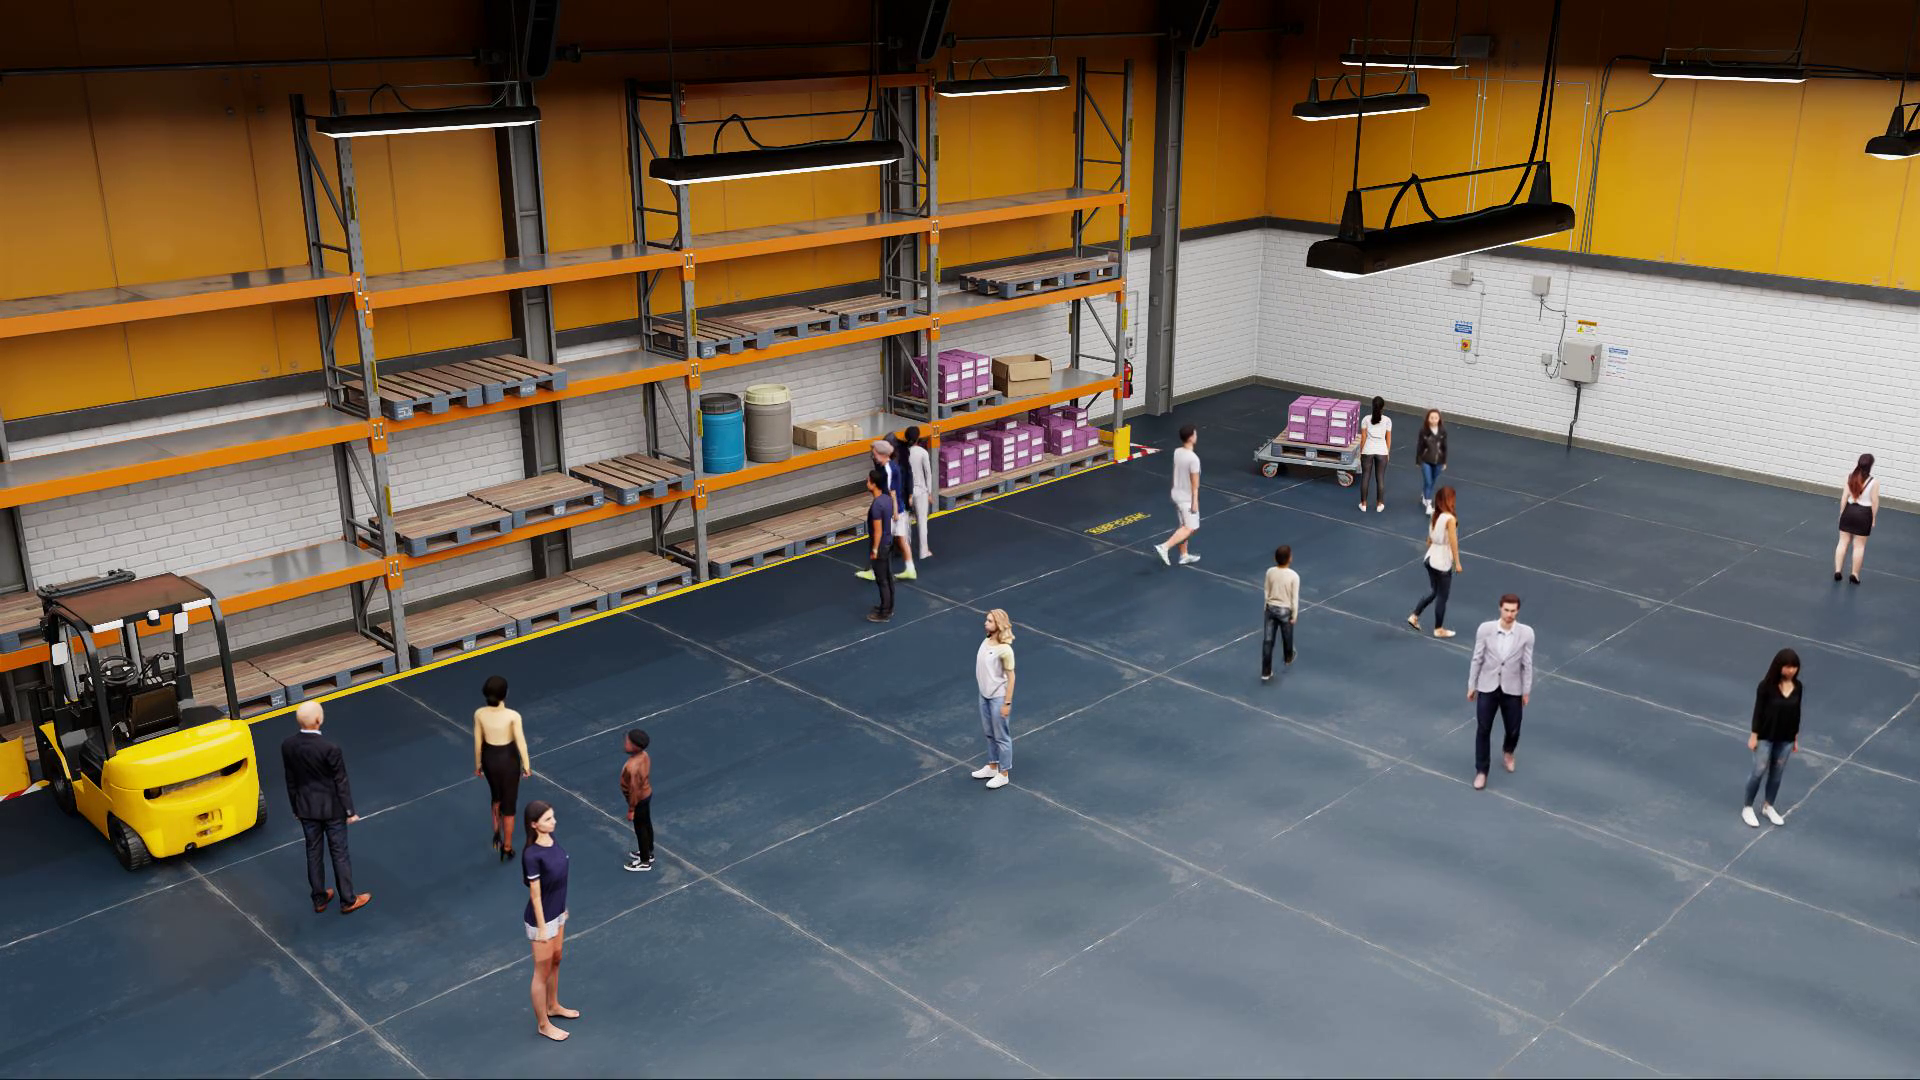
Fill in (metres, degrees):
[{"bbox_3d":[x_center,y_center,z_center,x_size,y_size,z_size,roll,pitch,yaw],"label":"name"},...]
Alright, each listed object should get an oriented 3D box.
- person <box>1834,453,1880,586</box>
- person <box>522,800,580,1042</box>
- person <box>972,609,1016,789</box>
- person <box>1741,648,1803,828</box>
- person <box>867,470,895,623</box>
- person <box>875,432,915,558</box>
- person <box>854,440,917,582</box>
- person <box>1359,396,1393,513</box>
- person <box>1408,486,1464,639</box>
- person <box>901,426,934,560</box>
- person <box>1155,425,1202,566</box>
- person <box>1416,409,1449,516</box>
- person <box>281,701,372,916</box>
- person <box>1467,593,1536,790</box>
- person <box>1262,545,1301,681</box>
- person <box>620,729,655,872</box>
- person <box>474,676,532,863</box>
[{"bbox_3d":[10.995,-0.266,20.401,0.555,1.648,0.501,17,25,41],"label":"person"},{"bbox_3d":[-2.901,2.624,11.635,0.726,1.766,0.640,3,19,9],"label":"person"},{"bbox_3d":[0.333,1.434,15.235,0.626,1.723,0.678,-11,21,-29],"label":"person"},{"bbox_3d":[7.133,1.702,14.562,0.650,1.645,0.717,-1,19,-3],"label":"person"},{"bbox_3d":[-0.910,0.059,19.212,0.780,1.791,0.654,4,19,12],"label":"person"},{"bbox_3d":[-0.803,-0.612,21.402,0.797,1.664,0.850,1,19,2],"label":"person"},{"bbox_3d":[-0.741,-0.340,20.416,1.096,1.778,1.038,-1,19,-2],"label":"person"},{"bbox_3d":[5.785,-1.207,23.196,0.657,1.646,0.689,4,19,11],"label":"person"},{"bbox_3d":[5.310,0.265,18.622,0.908,1.776,0.819,-4,19,-13],"label":"person"},{"bbox_3d":[-0.597,-0.617,21.306,0.707,1.735,0.696,6,20,18],"label":"person"},{"bbox_3d":[2.752,-0.528,20.878,1.066,1.840,0.899,-8,20,-23],"label":"person"},{"bbox_3d":[6.580,-1.122,23.244,0.955,1.454,1.035,1,19,2],"label":"person"},{"bbox_3d":[-5.034,2.108,13.114,0.774,1.800,0.786,4,19,11],"label":"person"},{"bbox_3d":[4.980,1.344,15.319,0.880,1.840,0.998,8,20,22],"label":"person"},{"bbox_3d":[3.345,0.795,17.590,0.767,1.431,1.057,9,21,25],"label":"person"},{"bbox_3d":[-2.668,2.148,13.847,0.658,1.255,0.582,2,19,6],"label":"person"},{"bbox_3d":[-3.863,1.937,13.865,0.737,1.645,0.787,3,19,7],"label":"person"}]
